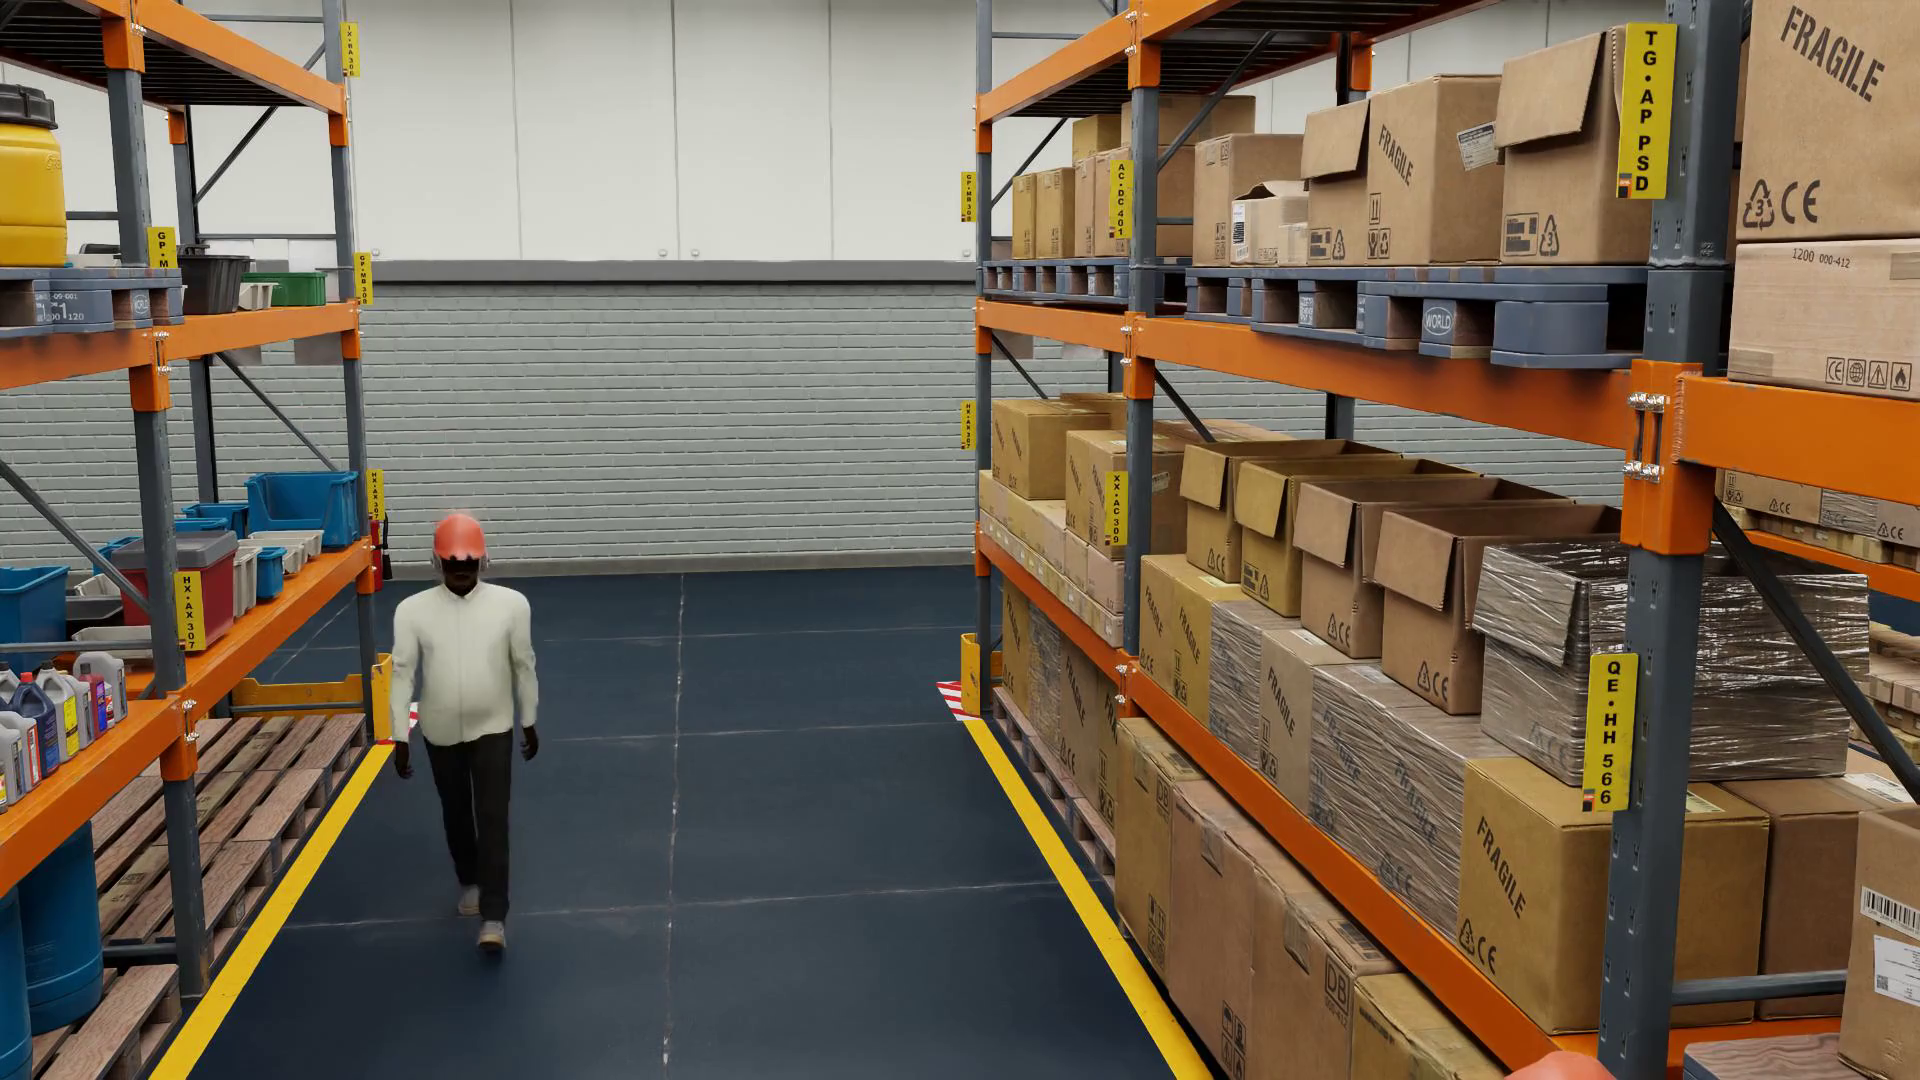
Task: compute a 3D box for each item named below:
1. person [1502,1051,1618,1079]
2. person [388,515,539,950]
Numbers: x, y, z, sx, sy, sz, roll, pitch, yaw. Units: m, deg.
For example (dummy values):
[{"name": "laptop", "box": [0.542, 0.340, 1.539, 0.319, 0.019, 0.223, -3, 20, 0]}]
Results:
[{"name": "person", "box": [0.754, 1.665, 2.223, 0.611, 2.043, 0.375, 1, 9, 6]}, {"name": "person", "box": [-2.240, 0.855, 7.517, 0.651, 1.937, 1.009, -2, 9, -14]}]
